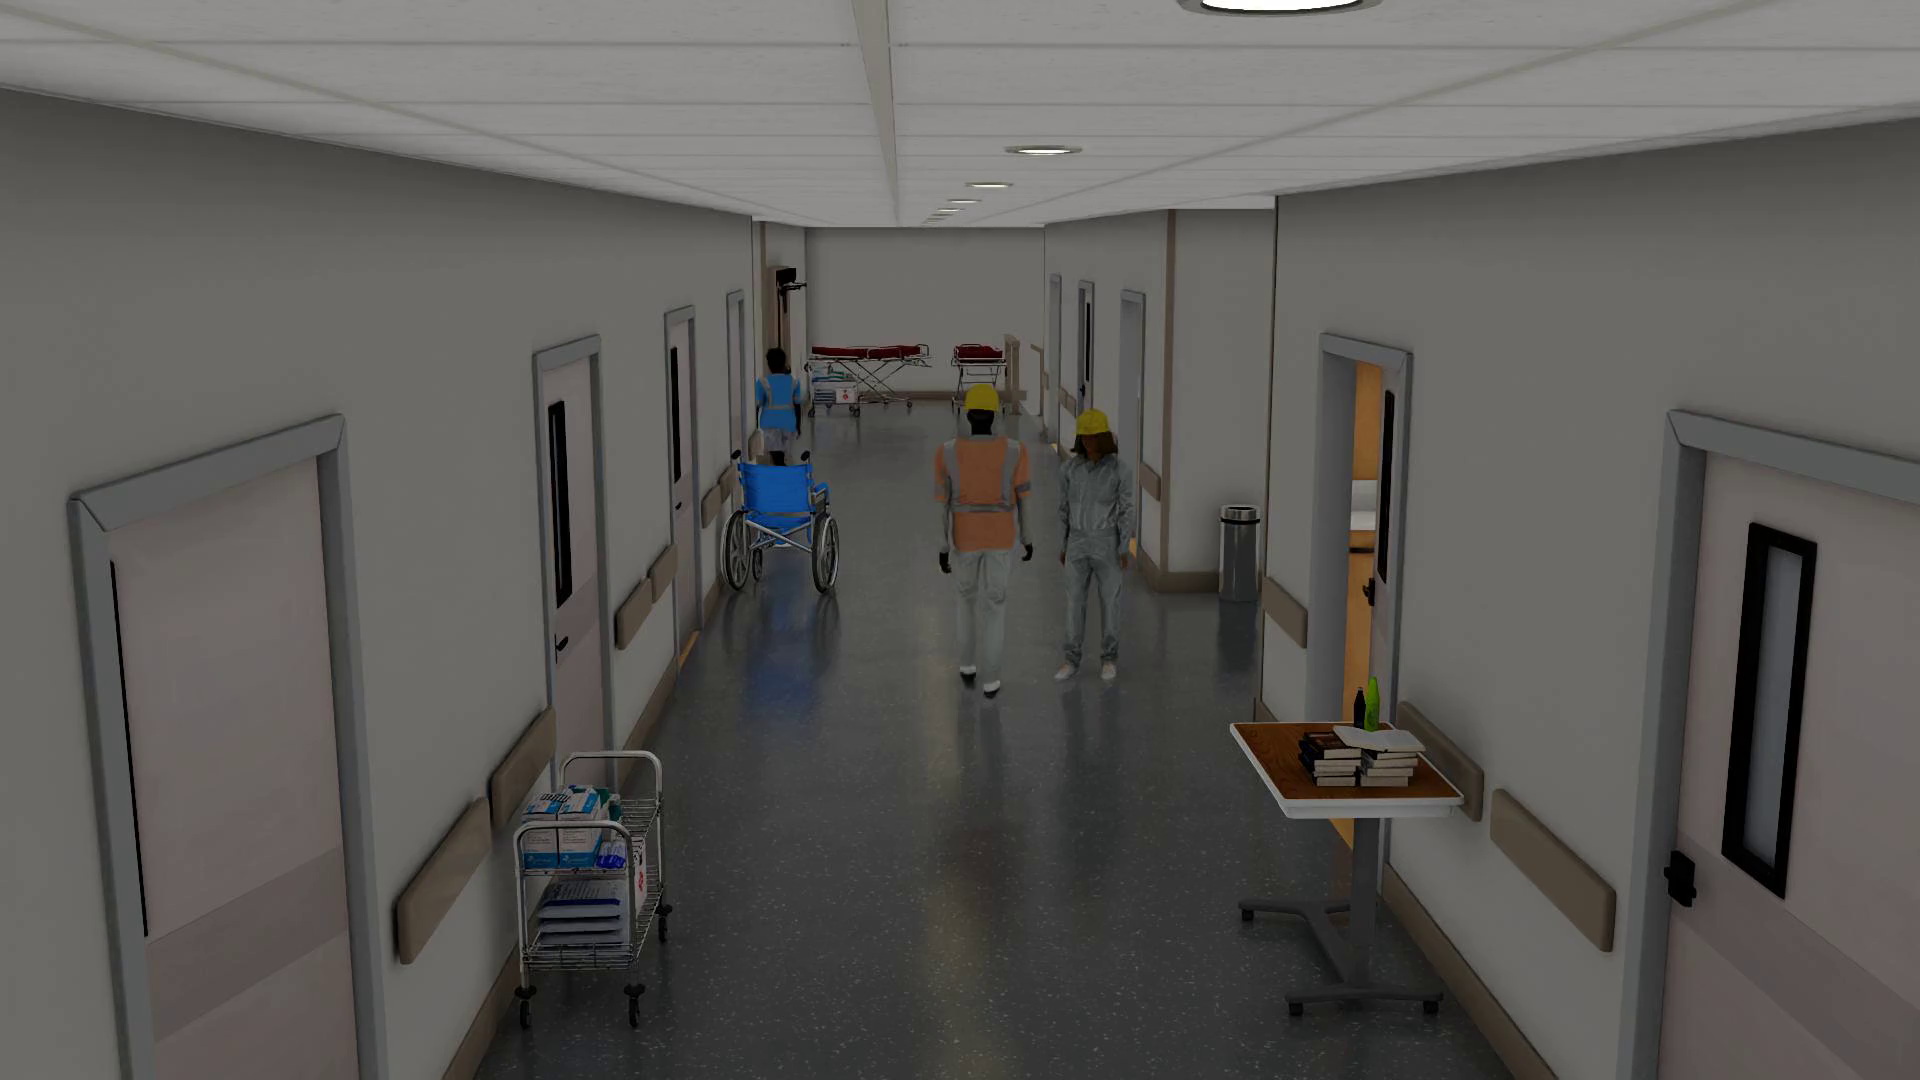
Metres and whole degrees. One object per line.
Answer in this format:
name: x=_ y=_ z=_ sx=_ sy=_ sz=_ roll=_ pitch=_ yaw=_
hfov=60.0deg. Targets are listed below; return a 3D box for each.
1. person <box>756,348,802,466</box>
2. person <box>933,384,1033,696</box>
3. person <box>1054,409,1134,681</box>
person: x=-1.950 y=-1.216 z=17.719 sx=0.545 sy=1.651 sz=0.865 roll=-6 pitch=12 yaw=-32
person: x=0.152 y=-0.021 z=10.373 sx=0.608 sy=1.901 sz=0.758 roll=1 pitch=10 yaw=5
person: x=0.843 y=0.035 z=10.506 sx=0.491 sy=1.742 sz=0.330 roll=4 pitch=11 yaw=20
